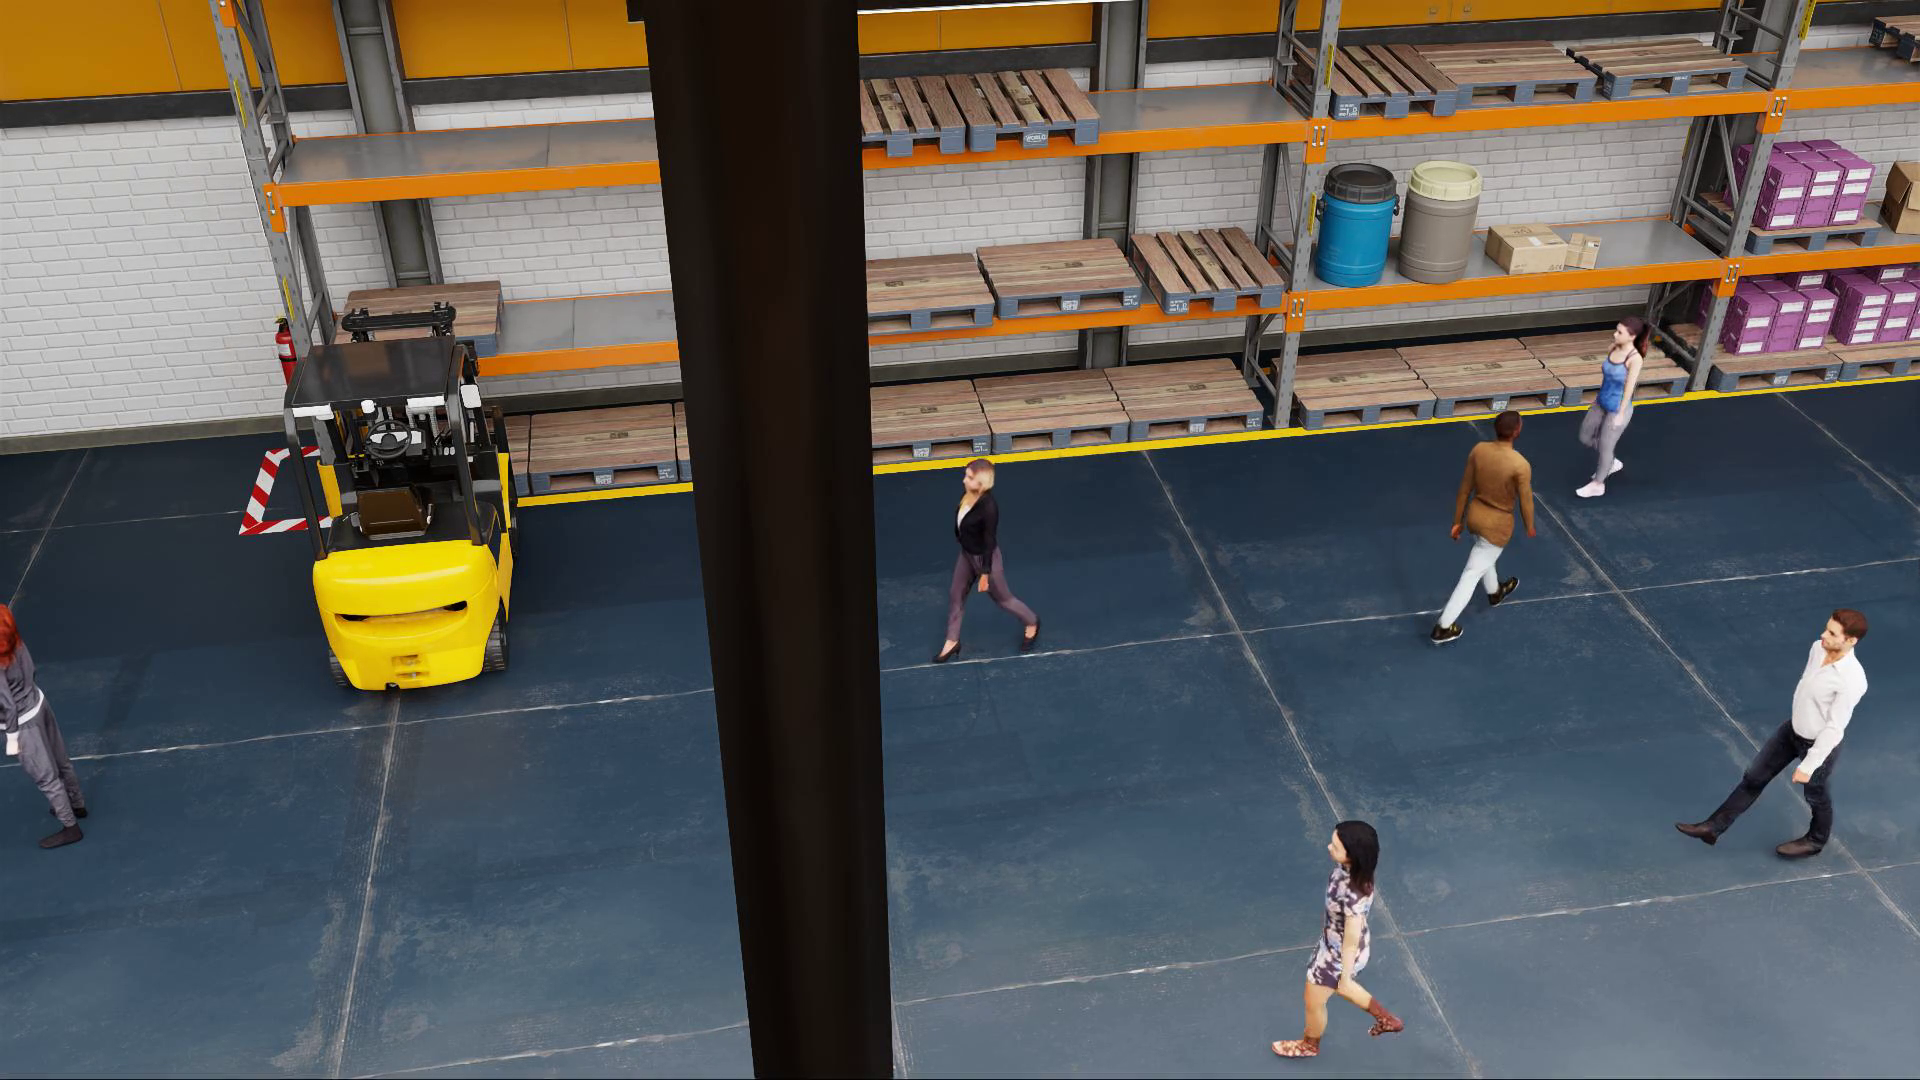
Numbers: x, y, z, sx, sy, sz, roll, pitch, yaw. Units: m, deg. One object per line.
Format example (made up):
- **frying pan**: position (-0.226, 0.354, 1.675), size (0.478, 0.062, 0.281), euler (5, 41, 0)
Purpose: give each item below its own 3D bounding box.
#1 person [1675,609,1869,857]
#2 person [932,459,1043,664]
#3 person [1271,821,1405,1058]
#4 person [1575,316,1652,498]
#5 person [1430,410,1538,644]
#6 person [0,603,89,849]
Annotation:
- **person**: position (5.091, 1.187, 9.776), size (1.163, 1.833, 0.760), euler (-2, 34, -3)
- **person**: position (0.247, 0.157, 11.513), size (1.118, 1.627, 0.779), euler (-15, 36, -21)
- **person**: position (2.031, 2.104, 8.505), size (0.985, 1.715, 0.790), euler (6, 34, 9)
- **person**: position (5.310, -1.063, 13.373), size (0.675, 1.600, 0.583), euler (-8, 34, -12)
- **person**: position (3.661, -0.042, 11.690), size (1.289, 1.763, 0.985), euler (-22, 39, -29)
- **person**: position (-5.605, 1.085, 9.980), size (0.488, 1.779, 0.578), euler (-6, 34, -9)
